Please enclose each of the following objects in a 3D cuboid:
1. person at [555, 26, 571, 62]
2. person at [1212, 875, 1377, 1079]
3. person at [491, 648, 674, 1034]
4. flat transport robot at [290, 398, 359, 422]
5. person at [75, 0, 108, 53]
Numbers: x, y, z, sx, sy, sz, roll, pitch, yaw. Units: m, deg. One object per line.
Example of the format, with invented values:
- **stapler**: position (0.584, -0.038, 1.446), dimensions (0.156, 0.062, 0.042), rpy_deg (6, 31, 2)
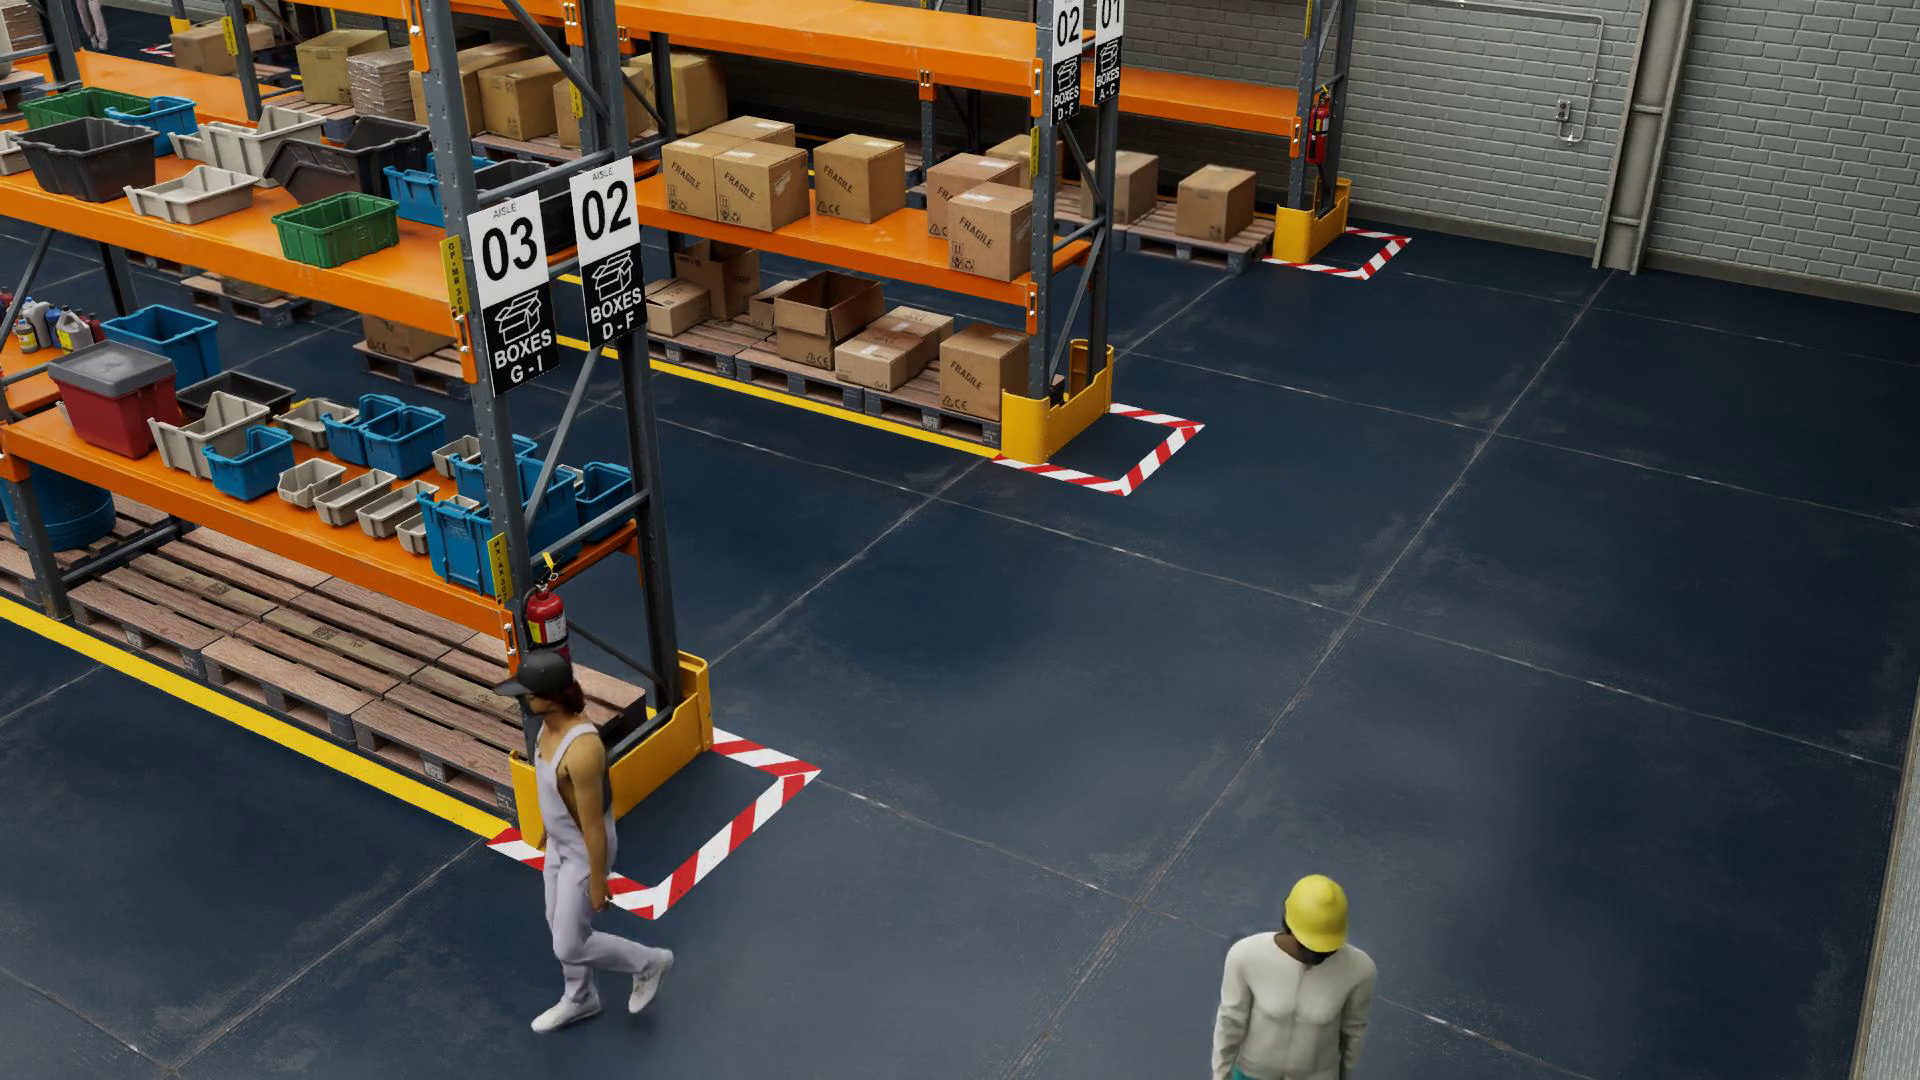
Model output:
- **person**: position (-3.987, -4.492, 17.236), dimensions (0.510, 1.677, 0.619), rpy_deg (-3, 29, -5)
- **person**: position (1.156, 1.802, 5.888), dimensions (0.525, 1.735, 0.782), rpy_deg (5, 29, 9)
- **person**: position (-1.557, 1.252, 6.766), dimensions (0.548, 1.839, 0.546), rpy_deg (-15, 33, -25)
- **flat transport robot**: position (-4.514, -0.710, 11.908), dimensions (1.431, 0.231, 0.659), rpy_deg (18, 34, 29)
- **person**: position (-11.906, -7.529, 22.573), dimensions (0.593, 1.789, 0.947), rpy_deg (-12, 31, -21)
